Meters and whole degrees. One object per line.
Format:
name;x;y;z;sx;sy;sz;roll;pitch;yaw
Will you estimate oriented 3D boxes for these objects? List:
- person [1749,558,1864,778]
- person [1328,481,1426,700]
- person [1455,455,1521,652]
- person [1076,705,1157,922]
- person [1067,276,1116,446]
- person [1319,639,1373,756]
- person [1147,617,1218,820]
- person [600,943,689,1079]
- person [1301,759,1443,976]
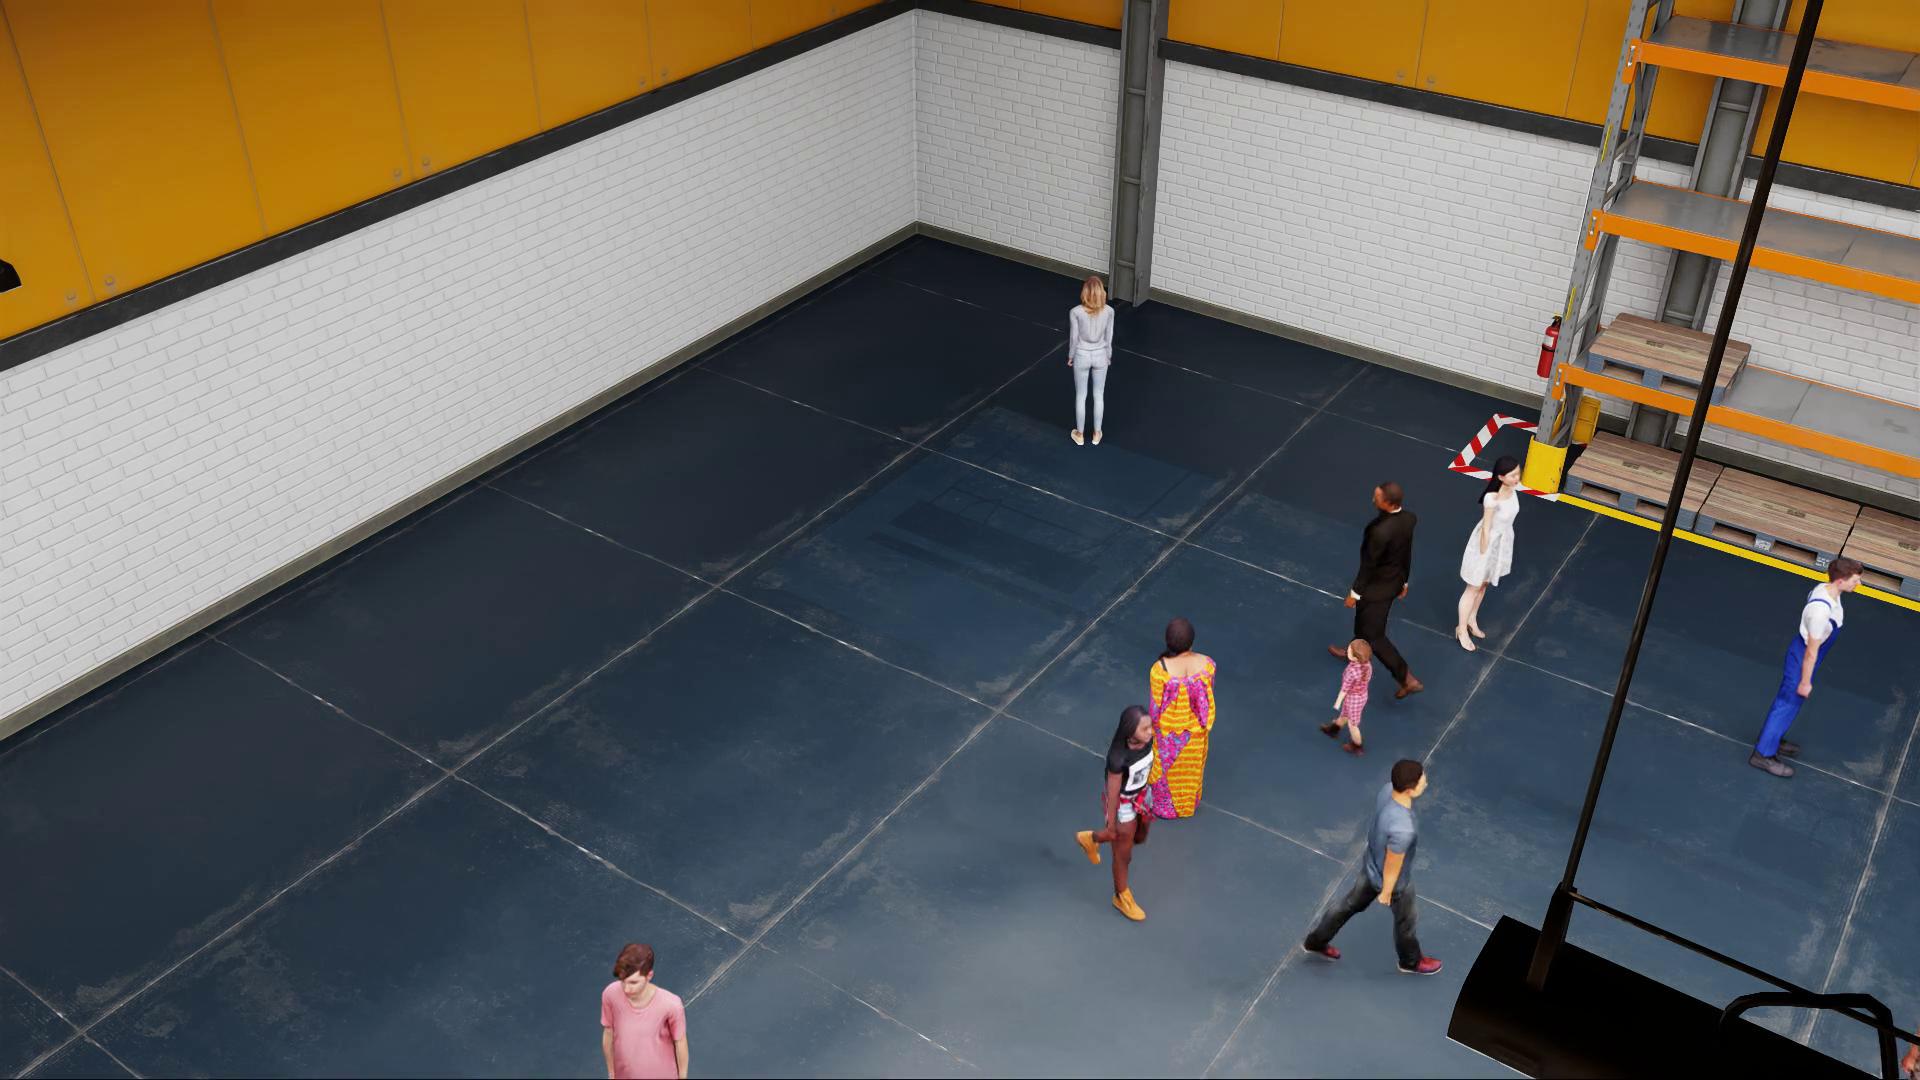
person;6.226;0.894;12.264;0.545;1.848;0.613;20;38;27
person;3.331;0.417;12.960;1.189;1.871;0.726;28;43;35
person;4.304;0.089;13.541;0.669;1.774;0.676;27;42;34
person;1.033;1.759;11.087;0.915;1.711;0.635;25;41;32
person;1.276;-1.763;16.308;0.642;1.796;0.720;-3;34;-4
person;2.997;1.199;12.563;0.501;1.009;0.676;-28;43;-35
person;1.555;1.243;11.882;0.782;1.689;0.840;-6;34;-9
person;-1.692;2.926;9.106;0.644;1.959;0.764;4;34;6
person;2.616;2.080;10.549;1.231;1.771;1.092;-1;34;-2
